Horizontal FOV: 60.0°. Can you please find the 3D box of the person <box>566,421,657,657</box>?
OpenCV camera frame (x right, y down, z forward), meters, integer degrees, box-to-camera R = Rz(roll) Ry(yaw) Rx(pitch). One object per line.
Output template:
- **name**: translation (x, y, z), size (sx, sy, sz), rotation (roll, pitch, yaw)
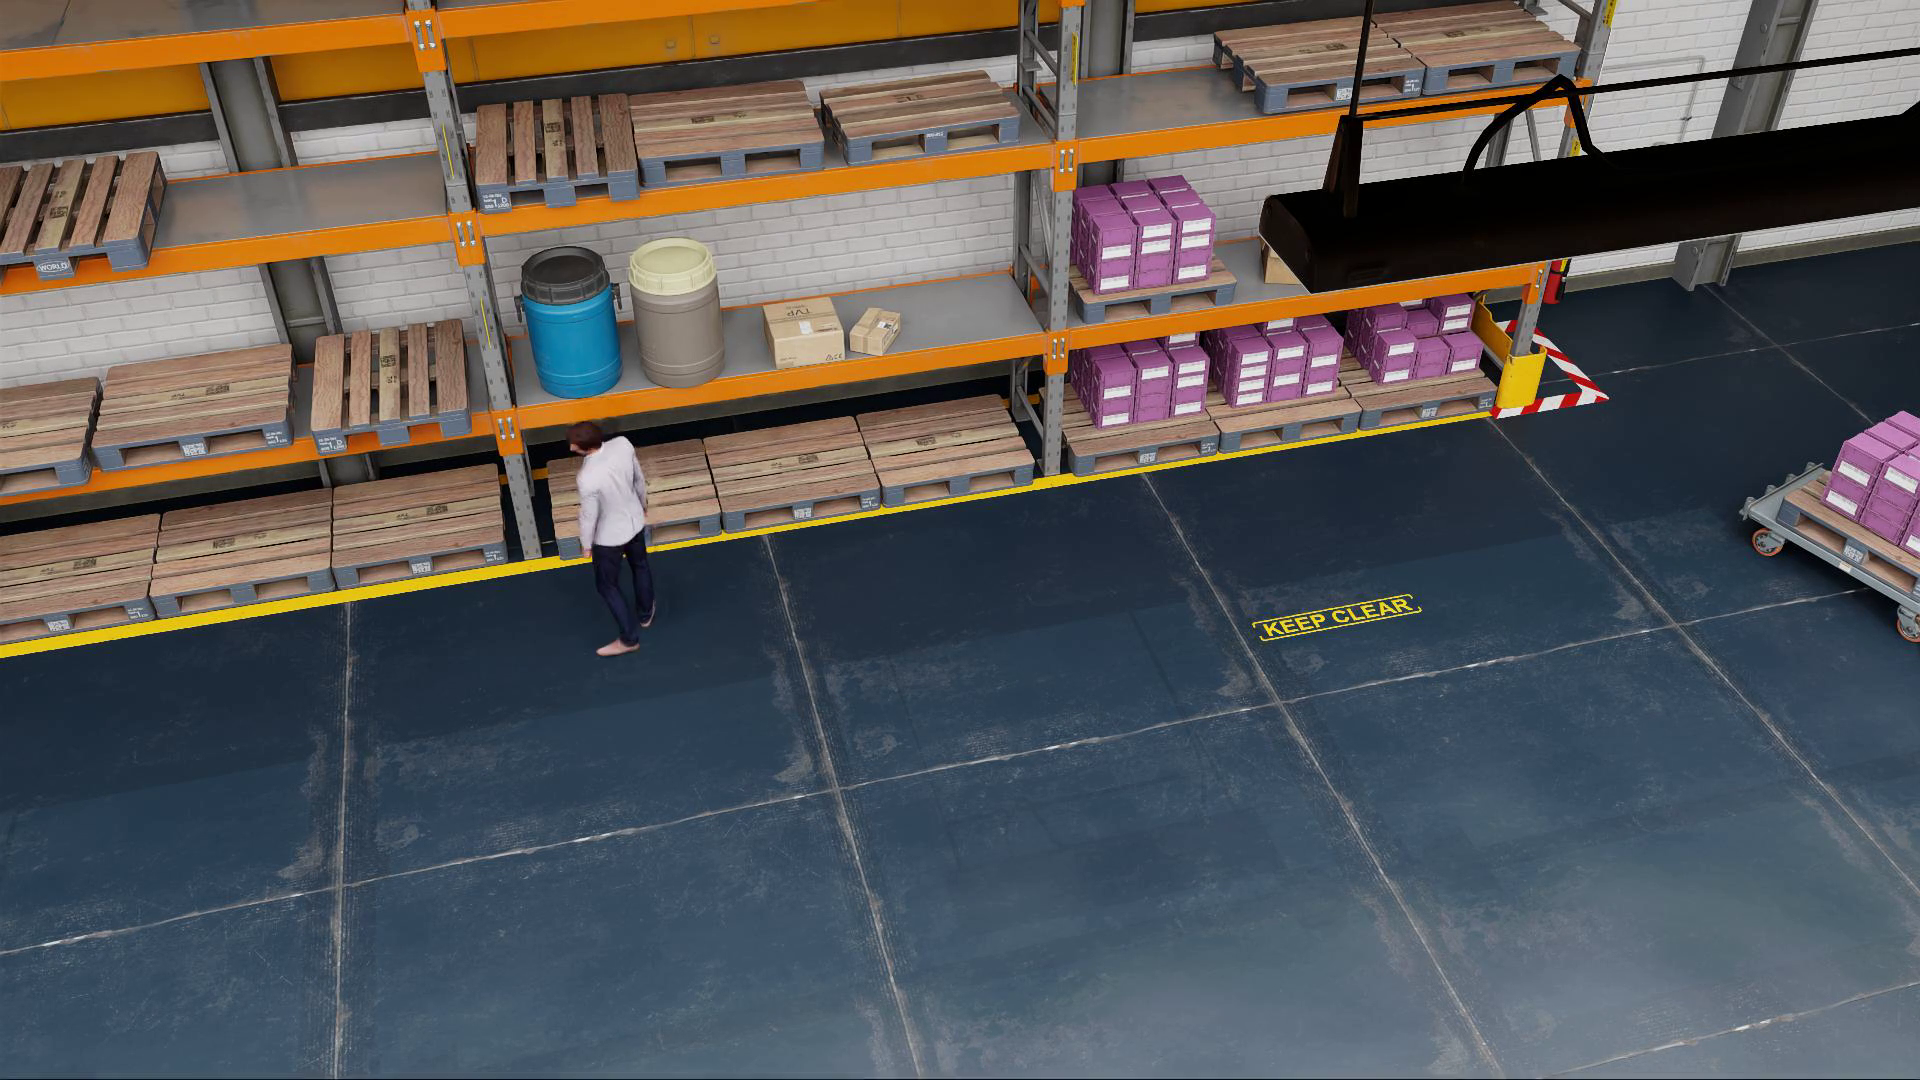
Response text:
- **person**: translation (-2.248, -0.105, 11.079), size (0.848, 1.819, 0.945), rotation (-28, 46, -30)
